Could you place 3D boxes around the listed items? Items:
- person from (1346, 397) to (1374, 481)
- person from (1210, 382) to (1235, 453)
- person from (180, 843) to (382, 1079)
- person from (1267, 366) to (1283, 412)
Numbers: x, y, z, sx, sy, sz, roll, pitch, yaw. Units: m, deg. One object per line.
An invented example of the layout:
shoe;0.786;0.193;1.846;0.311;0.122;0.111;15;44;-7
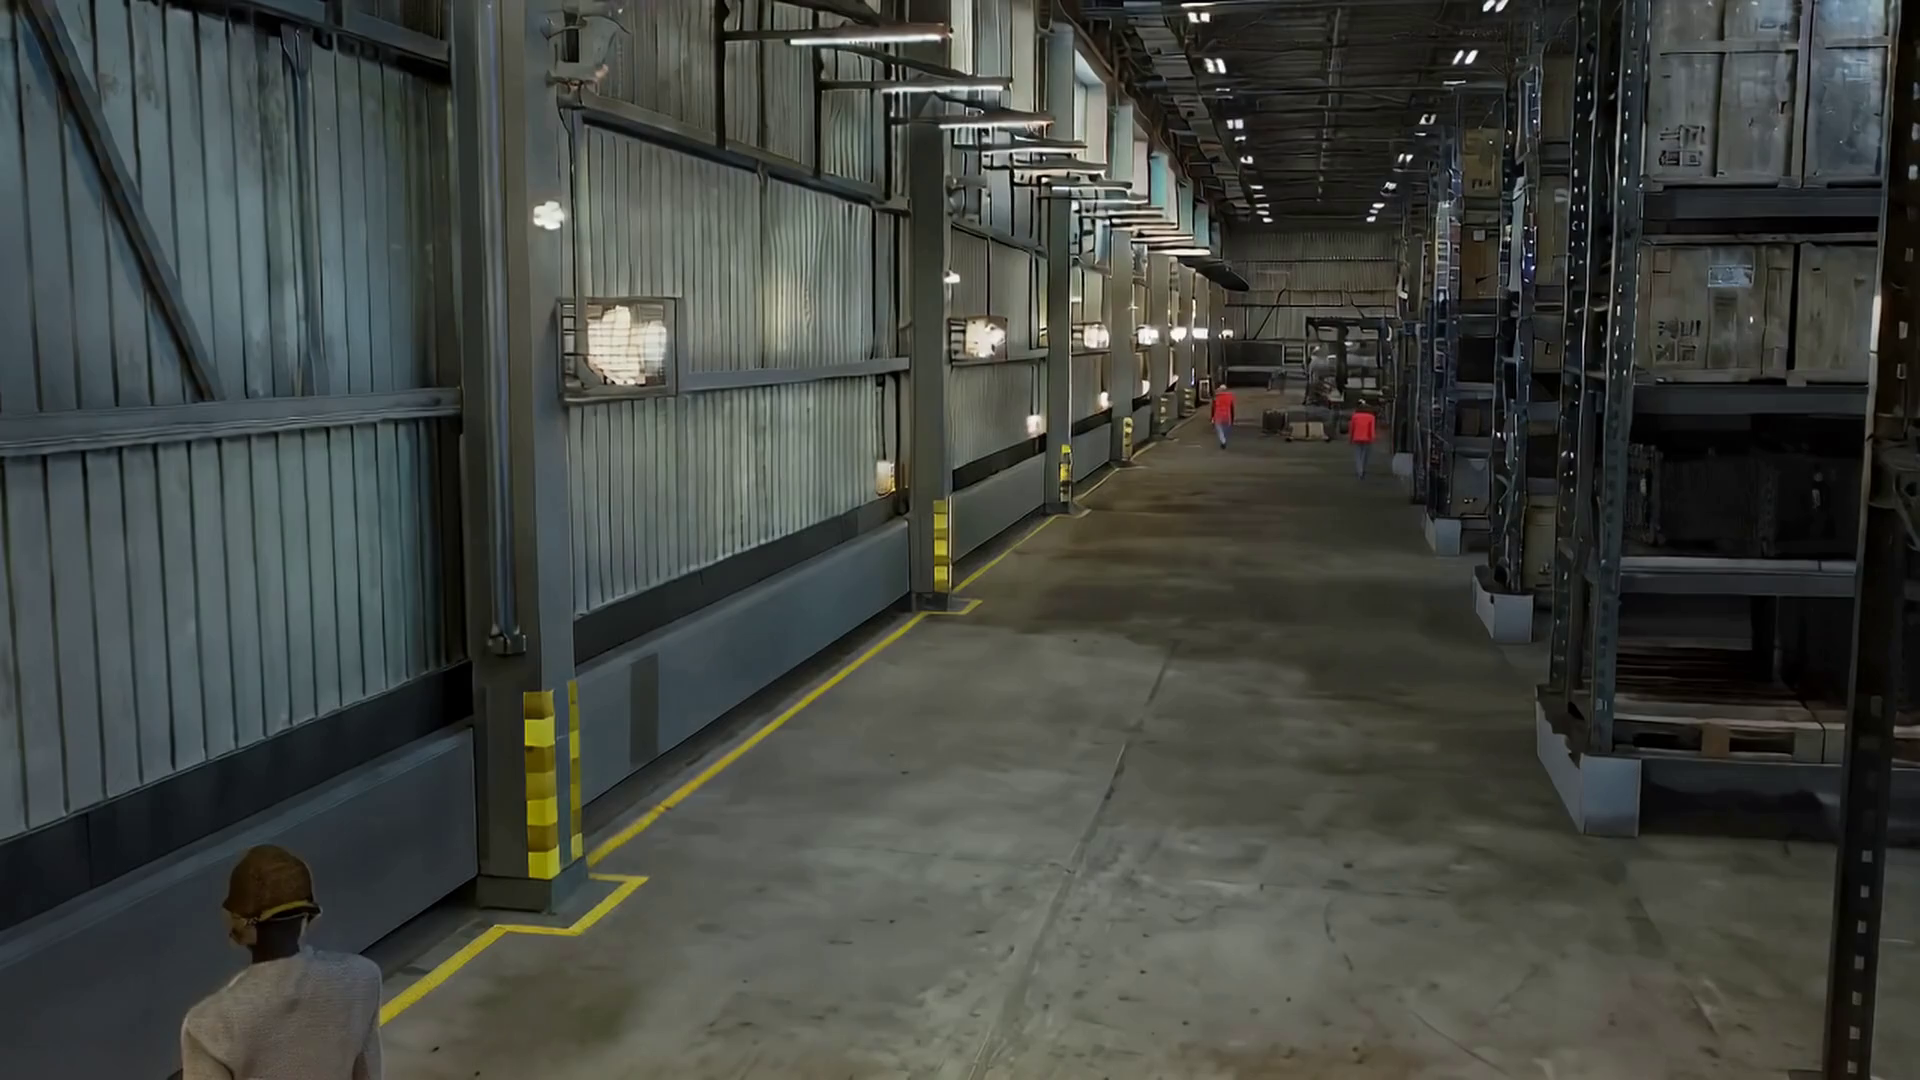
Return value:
person;8.336;-2.107;34.707;0.547;1.747;0.591;1;7;8
person;6.753;-3.136;42.703;0.627;1.823;0.782;-2;7;-17
person;-1.811;1.674;4.457;0.330;1.751;0.563;5;9;35
person;12.026;-5.727;63.441;0.575;1.827;0.569;3;8;26
